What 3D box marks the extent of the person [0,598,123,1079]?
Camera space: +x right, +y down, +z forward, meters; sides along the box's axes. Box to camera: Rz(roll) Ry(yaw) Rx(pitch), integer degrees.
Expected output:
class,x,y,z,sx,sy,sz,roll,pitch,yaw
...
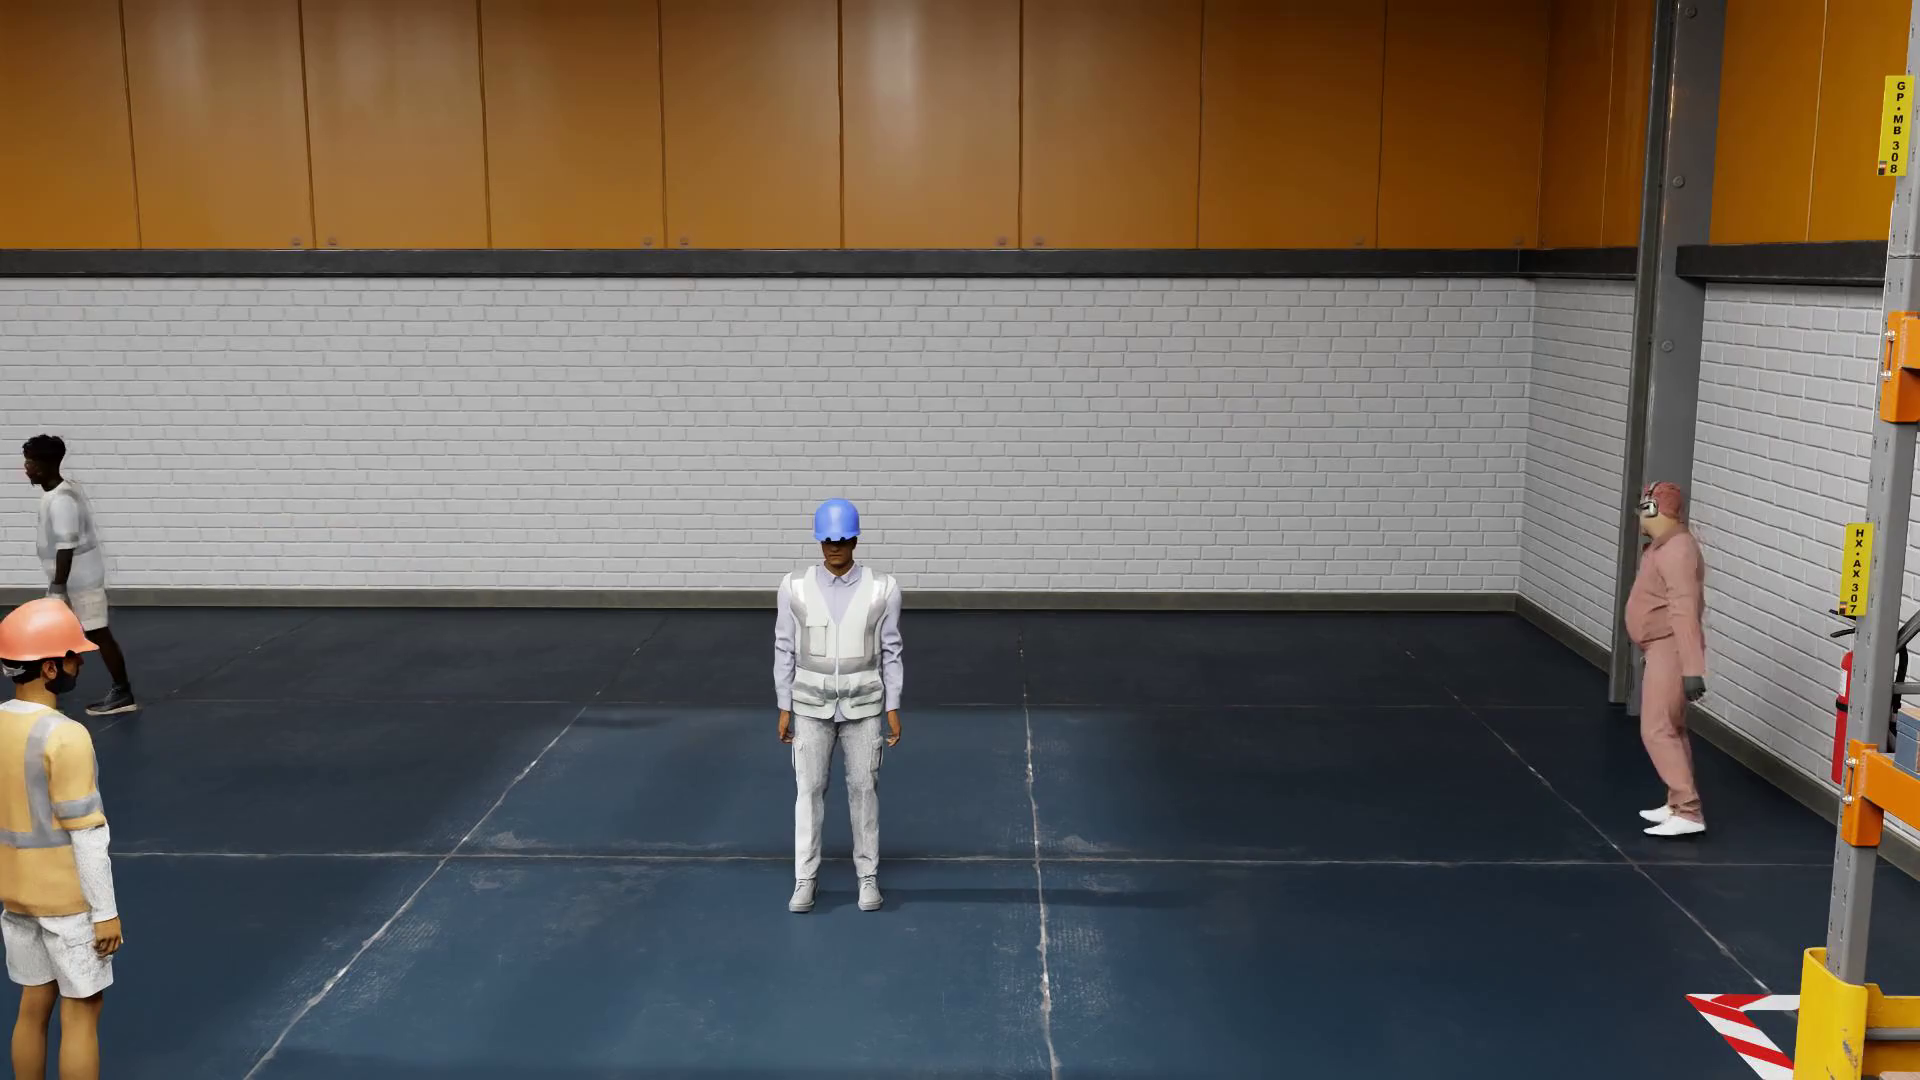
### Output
class,x,y,z,sx,sy,sz,roll,pitch,yaw
person,-2.974,1.148,5.502,0.551,1.936,0.356,5,11,27

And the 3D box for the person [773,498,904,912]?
class,x,y,z,sx,sy,sz,roll,pitch,yaw
person,-0.564,0.767,7.756,0.603,1.949,0.389,0,9,-3

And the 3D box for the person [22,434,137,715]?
class,x,y,z,sx,sy,sz,roll,pitch,yaw
person,-5.885,0.258,10.885,0.845,1.916,0.635,-8,12,-40

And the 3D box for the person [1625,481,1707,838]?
class,x,y,z,sx,sy,sz,roll,pitch,yaw
person,3.777,0.624,8.864,0.465,1.866,0.673,4,10,23
